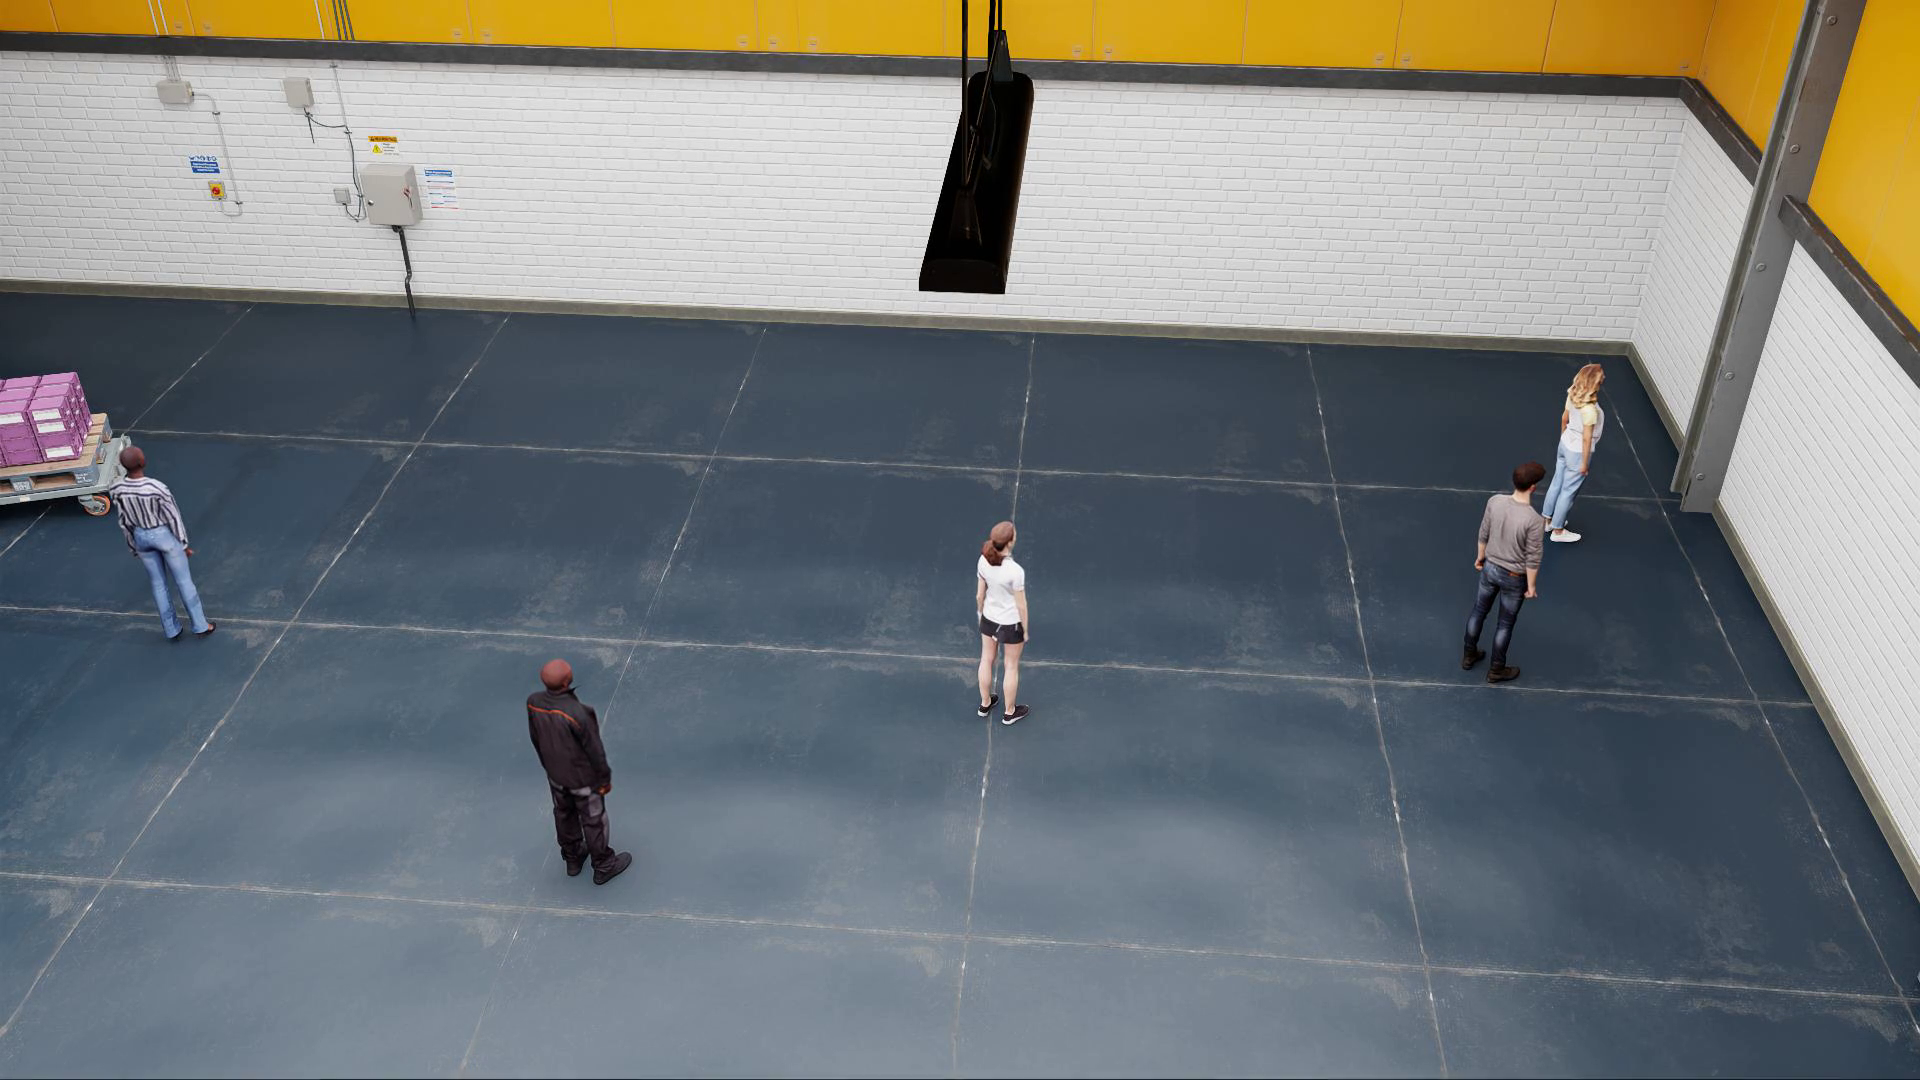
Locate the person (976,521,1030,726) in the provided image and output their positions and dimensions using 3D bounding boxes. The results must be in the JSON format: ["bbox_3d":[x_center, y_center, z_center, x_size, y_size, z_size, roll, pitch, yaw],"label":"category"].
[{"bbox_3d":[0.314,0.618,12.500,0.662,1.752,0.683,18,38,26],"label":"person"}]

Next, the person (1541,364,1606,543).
[{"bbox_3d":[5.397,-0.774,14.619,0.736,1.723,0.573,-5,34,-8],"label":"person"}]

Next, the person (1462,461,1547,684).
[{"bbox_3d":[4.231,0.243,12.927,0.822,1.903,0.754,-24,40,-31],"label":"person"}]

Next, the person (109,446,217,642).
[{"bbox_3d":[-6.417,0.045,13.322,0.632,1.795,0.555,-1,34,-1],"label":"person"}]

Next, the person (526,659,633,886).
[{"bbox_3d":[-2.578,1.528,11.064,0.769,1.826,0.718,13,36,19],"label":"person"}]
